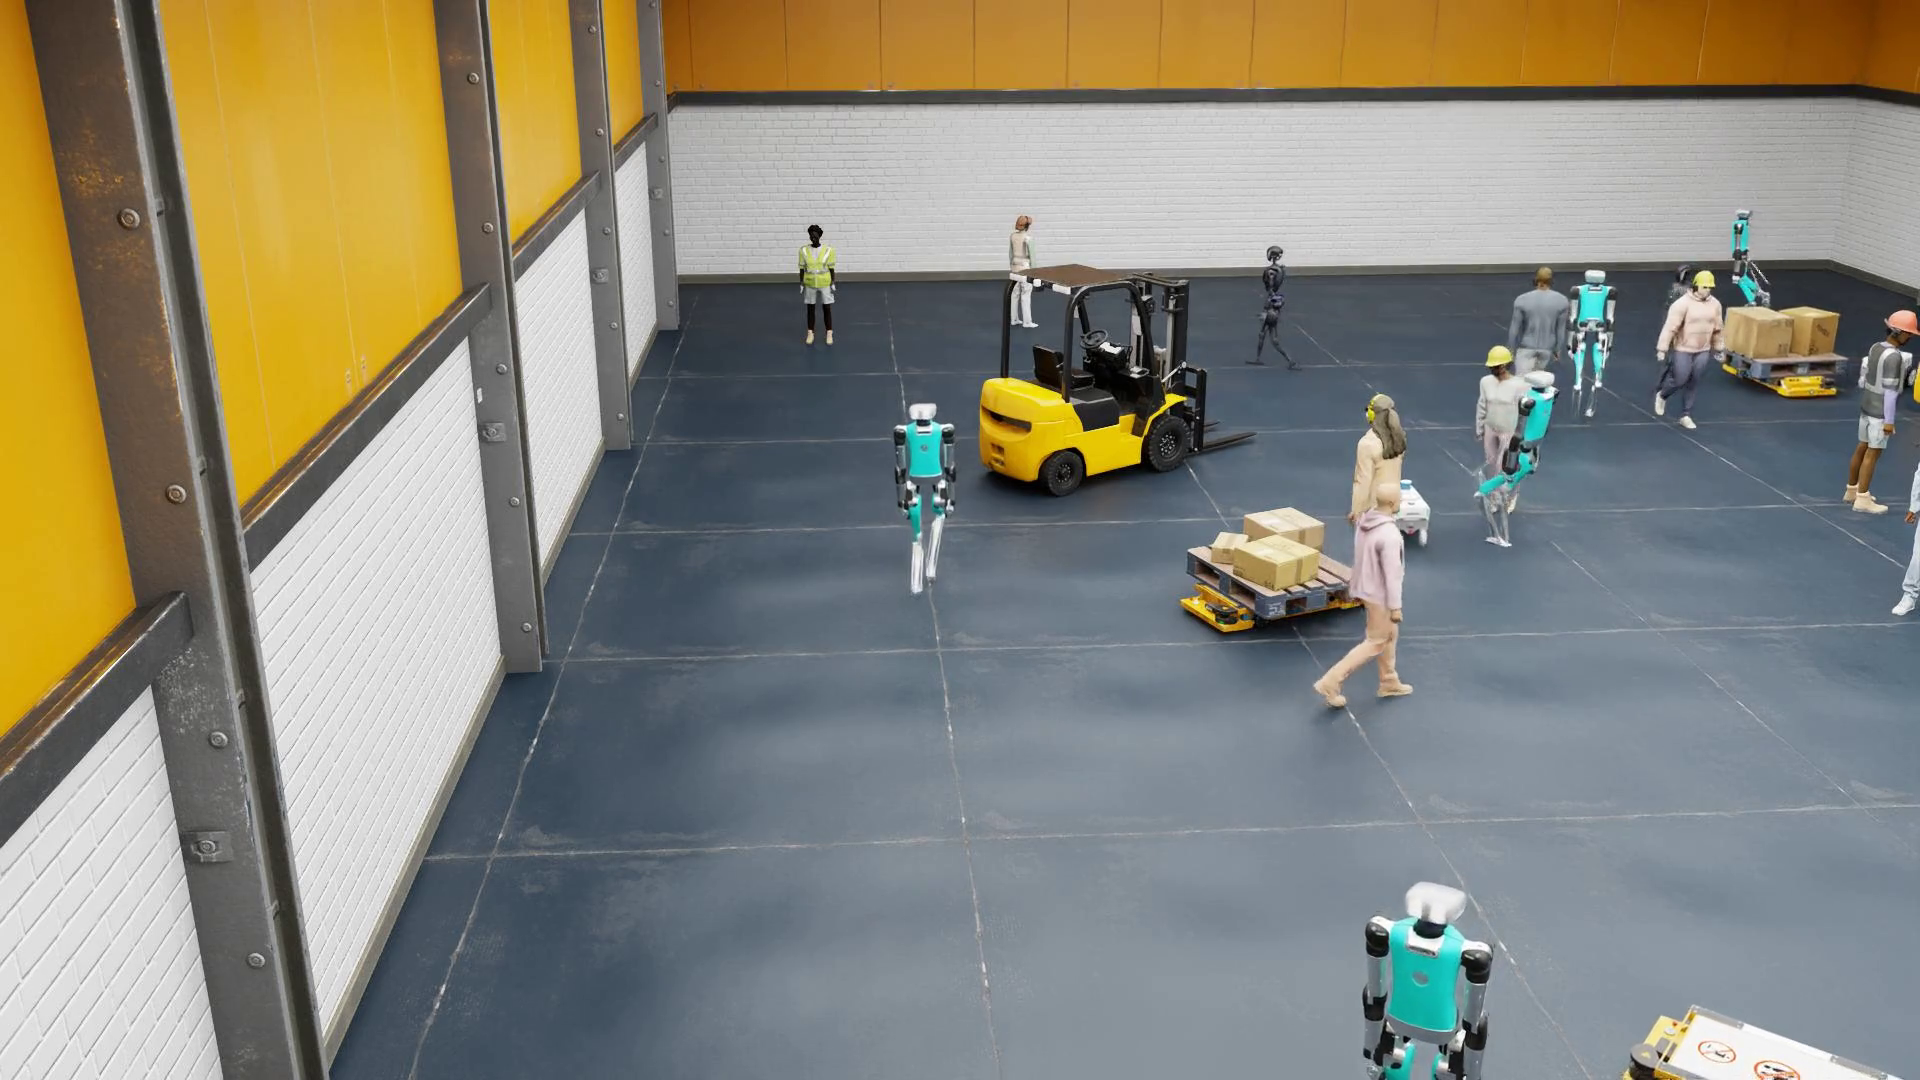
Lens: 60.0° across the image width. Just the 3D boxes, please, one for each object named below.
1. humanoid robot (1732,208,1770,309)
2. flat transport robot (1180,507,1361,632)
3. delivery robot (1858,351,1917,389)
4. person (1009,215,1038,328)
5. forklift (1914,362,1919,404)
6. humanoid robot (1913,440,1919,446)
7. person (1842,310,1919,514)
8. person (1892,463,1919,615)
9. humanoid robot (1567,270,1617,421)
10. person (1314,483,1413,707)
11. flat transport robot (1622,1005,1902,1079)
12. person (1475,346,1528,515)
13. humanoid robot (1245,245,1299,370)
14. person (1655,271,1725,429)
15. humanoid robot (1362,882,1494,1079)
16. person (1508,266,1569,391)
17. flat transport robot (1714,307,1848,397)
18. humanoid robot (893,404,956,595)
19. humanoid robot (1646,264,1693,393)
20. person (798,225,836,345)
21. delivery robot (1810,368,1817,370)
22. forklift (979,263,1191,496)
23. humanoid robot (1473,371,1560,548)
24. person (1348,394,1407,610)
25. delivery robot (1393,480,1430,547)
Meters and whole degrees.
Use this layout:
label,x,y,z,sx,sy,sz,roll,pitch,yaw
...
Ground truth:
label,x,y,z,sx,sy,sz,roll,pitch,yaw
humanoid robot,11.590,-3.876,24.124,0.910,1.804,0.550,11,23,28
flat transport robot,2.679,0.492,14.286,1.431,0.231,0.659,-9,22,-24
delivery robot,11.817,-2.212,21.211,0.759,0.575,0.499,-14,25,-34
person,0.917,-3.926,24.333,0.306,1.639,0.510,-18,26,-39
forklift,12.602,-2.435,19.475,2.313,2.155,1.214,-1,20,-4
humanoid robot,11.011,-1.736,18.332,0.603,1.636,0.647,-4,20,-10
person,9.186,-1.282,16.564,0.388,2.034,0.605,3,20,9
person,8.274,-0.248,13.921,0.587,1.913,0.392,15,25,36
humanoid robot,7.433,-2.193,19.613,0.552,1.880,0.759,4,21,11
person,3.070,0.411,12.368,0.781,1.749,0.537,-3,20,-7
flat transport robot,4.085,2.740,8.161,1.431,0.231,0.659,15,25,35
person,5.299,-1.059,16.364,0.418,1.737,0.540,-15,25,-35
humanoid robot,4.176,-3.067,22.020,0.734,1.656,0.602,6,21,17
person,8.528,-2.249,19.455,0.806,1.854,0.535,-2,20,-7
humanoid robot,2.103,2.283,7.443,0.538,1.903,0.753,11,23,28
person,6.689,-2.219,19.301,0.633,1.911,0.841,1,20,2
flat transport robot,10.525,-2.118,21.398,0.659,0.231,1.431,-3,20,-8
humanoid robot,-0.301,-0.395,14.562,0.547,1.741,0.962,0,20,-1
humanoid robot,9.079,-2.671,20.943,0.803,1.616,0.590,-5,21,-14
person,-2.001,-3.579,23.314,0.535,1.694,0.320,1,20,4
delivery robot,11.168,-2.560,22.184,0.499,0.592,0.792,7,21,19
forklift,1.315,-1.764,17.646,2.313,2.155,1.214,-14,24,-33
humanoid robot,5.132,-0.740,15.564,0.563,1.811,0.708,-17,26,-38
person,3.547,-0.319,14.167,0.563,1.875,0.390,-15,25,-35
delivery robot,4.257,-0.288,15.986,0.499,0.587,0.789,0,20,0
